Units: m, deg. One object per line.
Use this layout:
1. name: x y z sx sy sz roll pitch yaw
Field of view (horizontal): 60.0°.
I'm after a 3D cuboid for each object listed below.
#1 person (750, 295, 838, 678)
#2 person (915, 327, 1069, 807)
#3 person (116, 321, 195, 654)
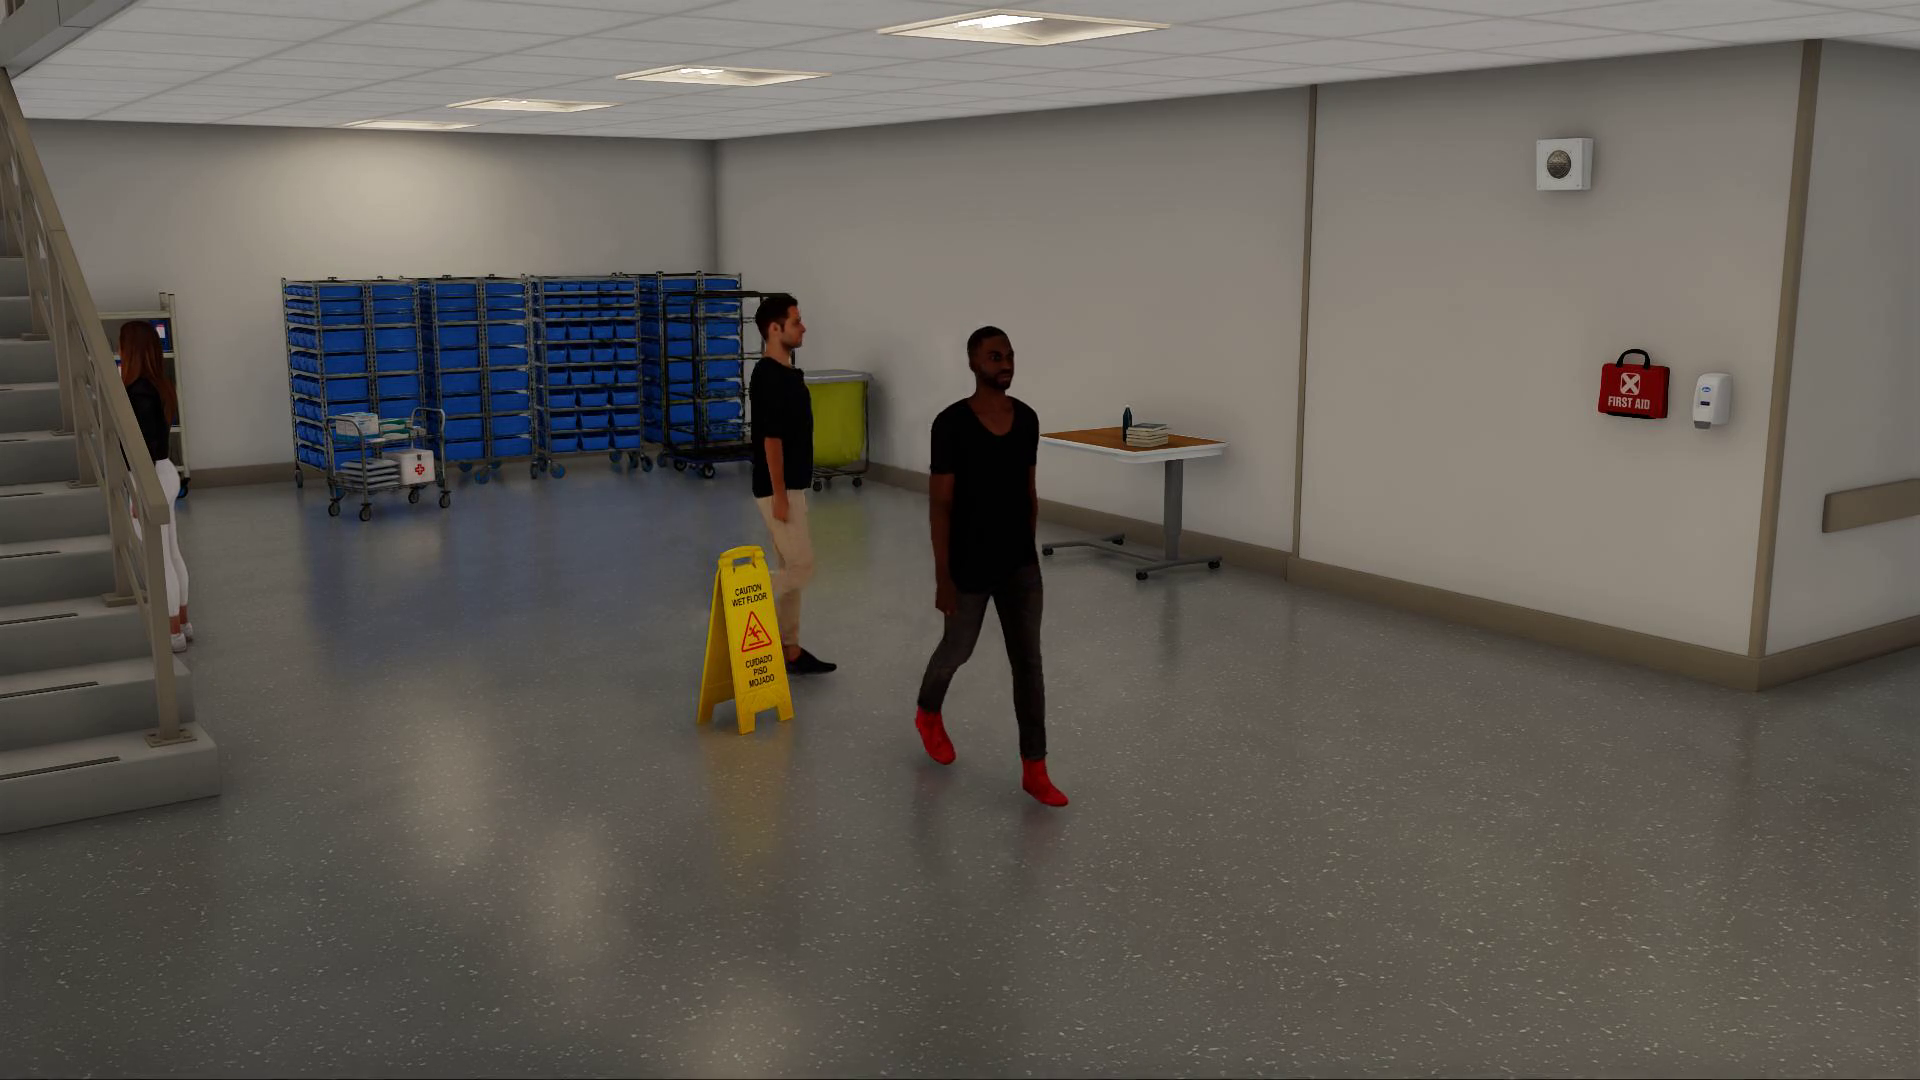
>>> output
1. person: -0.933 -0.232 7.930 0.952 1.850 0.917 0 11 1
2. person: 0.052 0.088 6.459 0.765 1.772 1.231 -6 12 -28
3. person: -4.157 -0.278 8.568 0.734 1.704 0.588 -2 11 -13
